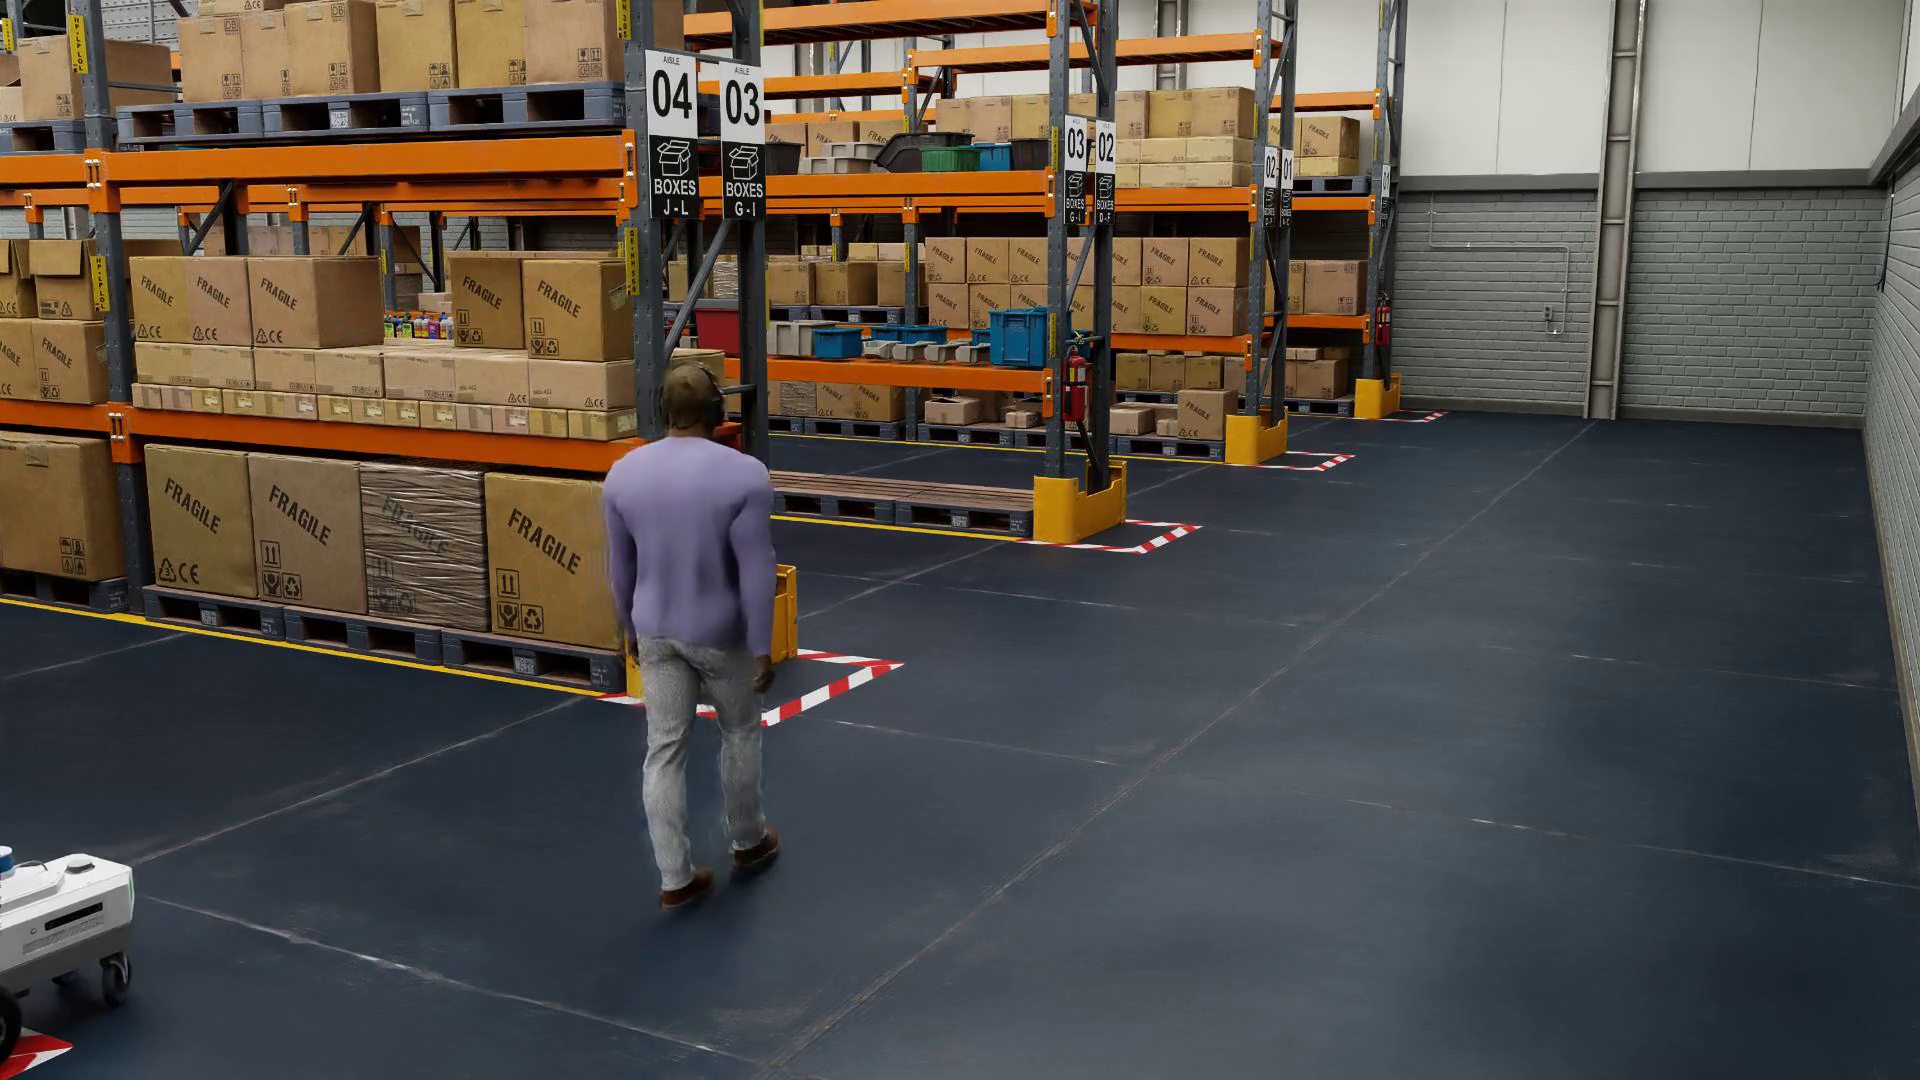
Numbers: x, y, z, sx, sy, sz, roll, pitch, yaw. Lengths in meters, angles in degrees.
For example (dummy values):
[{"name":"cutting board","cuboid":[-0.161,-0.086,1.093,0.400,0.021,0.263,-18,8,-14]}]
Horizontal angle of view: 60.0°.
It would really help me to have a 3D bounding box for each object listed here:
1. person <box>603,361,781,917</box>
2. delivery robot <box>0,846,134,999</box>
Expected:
[{"name":"person","cuboid":[-0.903,0.318,5.953,0.662,1.910,0.833,3,11,14]},{"name":"delivery robot","cuboid":[-2.822,1.146,4.896,0.477,0.478,0.707,6,12,28]}]
